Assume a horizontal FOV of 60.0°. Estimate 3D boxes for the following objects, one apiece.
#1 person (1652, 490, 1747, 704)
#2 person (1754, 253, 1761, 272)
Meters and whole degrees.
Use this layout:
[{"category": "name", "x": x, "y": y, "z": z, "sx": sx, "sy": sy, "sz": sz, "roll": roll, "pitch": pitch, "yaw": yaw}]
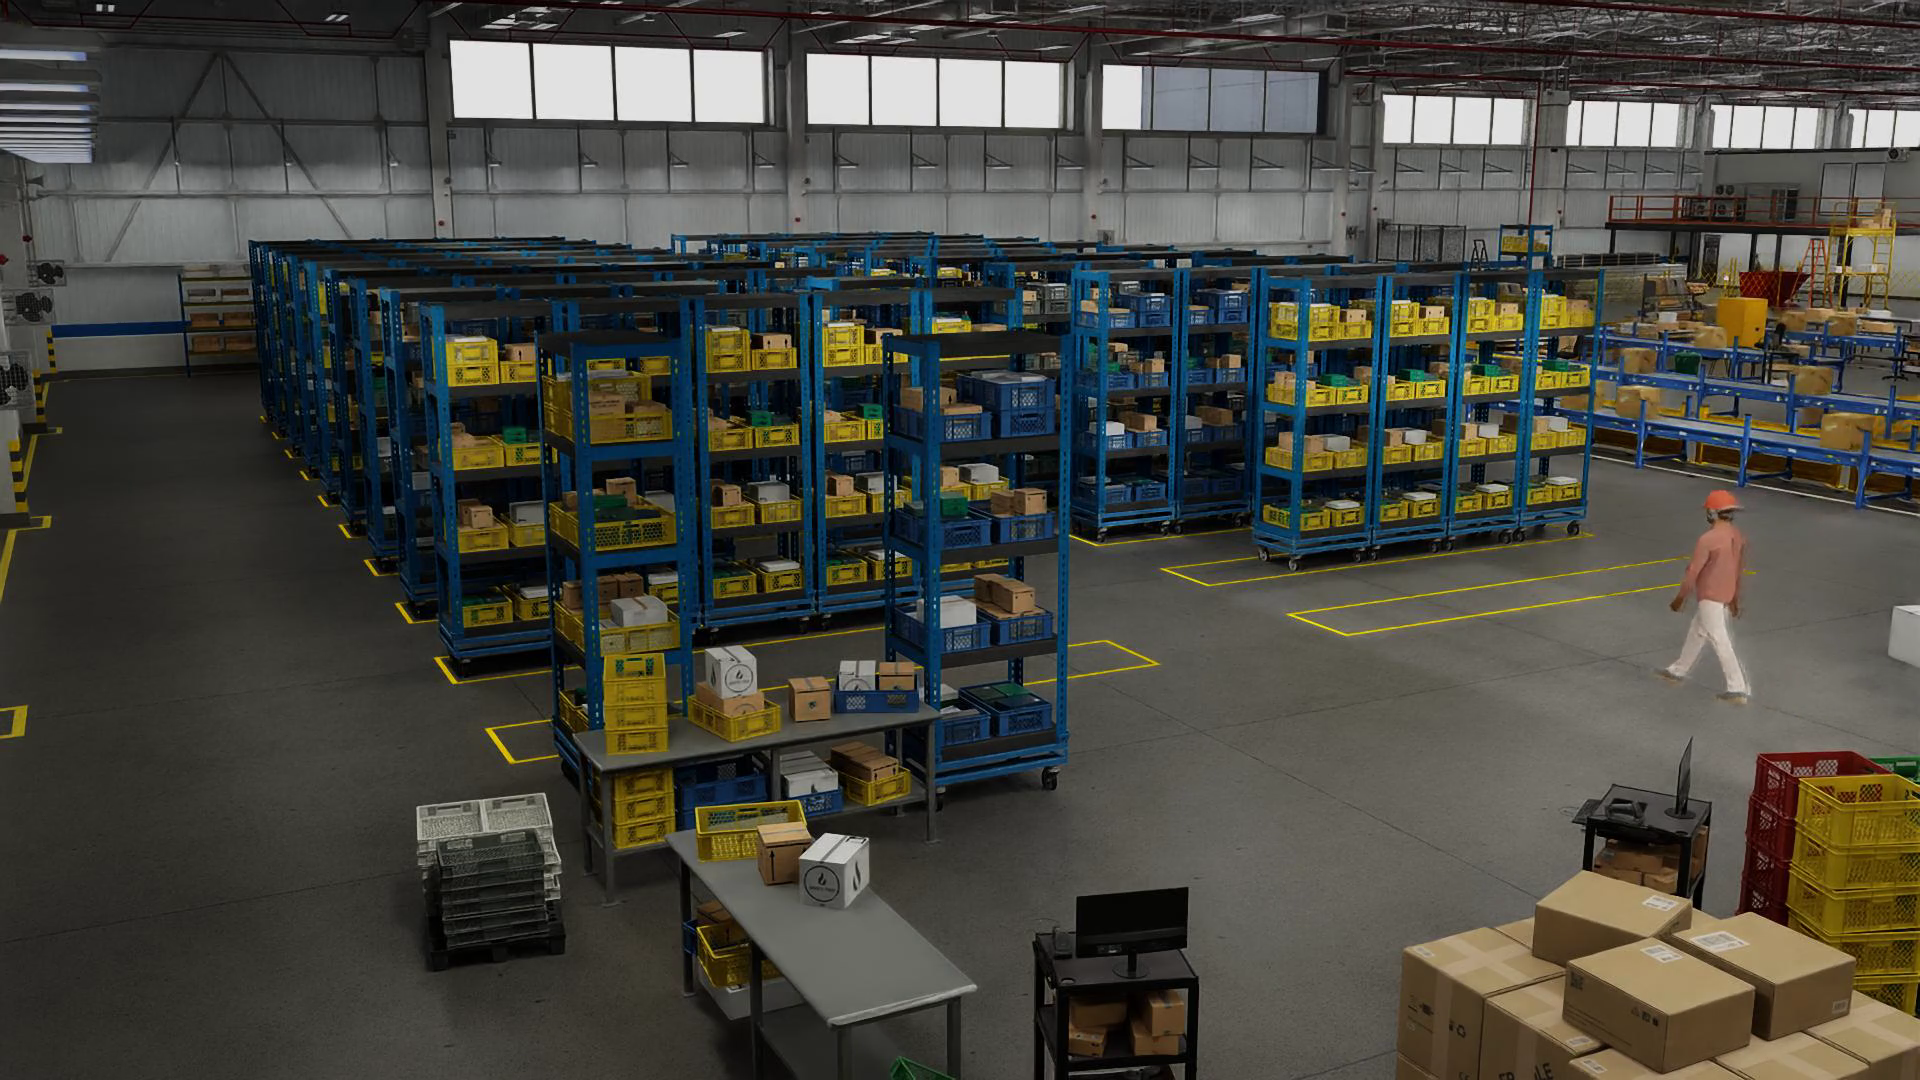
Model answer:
[{"category": "person", "x": 6.948, "y": 0.501, "z": 15.382, "sx": 0.607, "sy": 1.945, "sz": 1.030, "roll": -9, "pitch": 15, "yaw": -37}, {"category": "person", "x": 34.131, "y": -11.440, "z": 71.498, "sx": 0.506, "sy": 1.824, "sz": 0.440, "roll": -4, "pitch": 13, "yaw": -19}]
